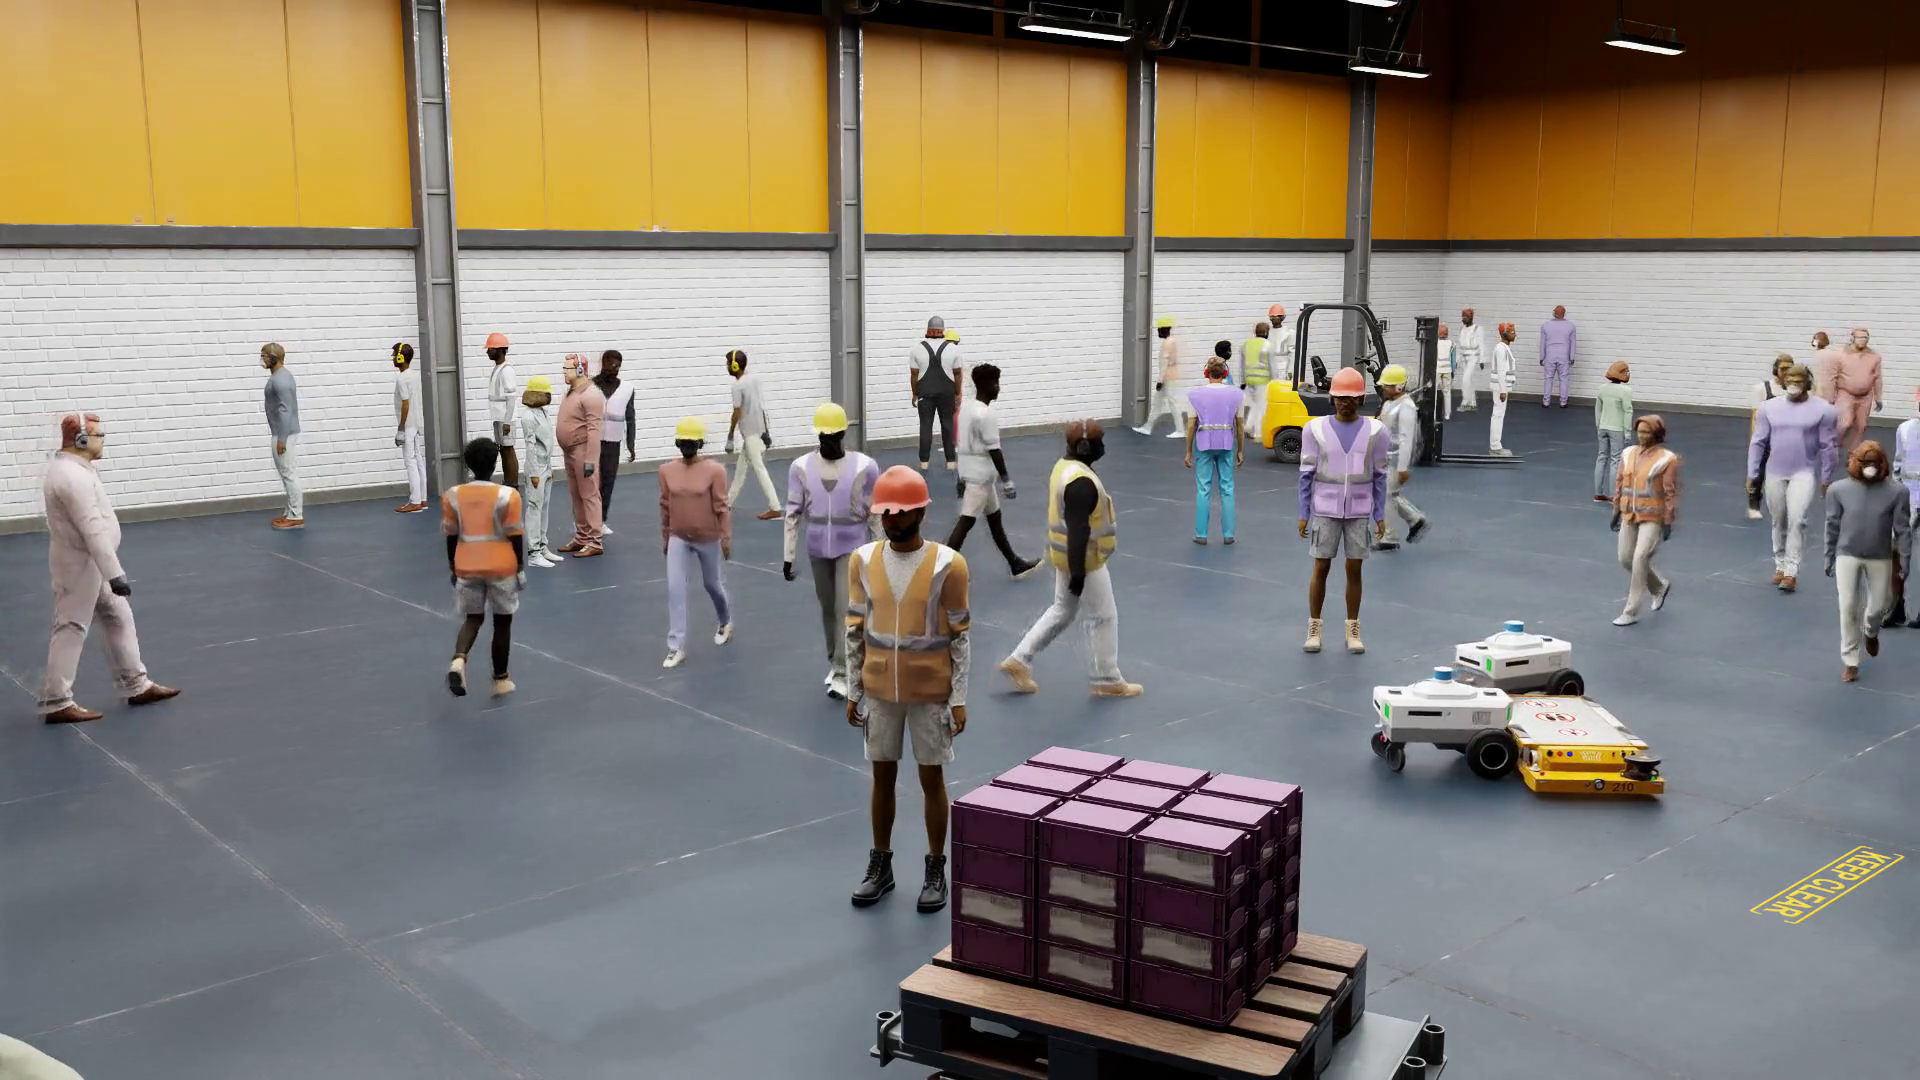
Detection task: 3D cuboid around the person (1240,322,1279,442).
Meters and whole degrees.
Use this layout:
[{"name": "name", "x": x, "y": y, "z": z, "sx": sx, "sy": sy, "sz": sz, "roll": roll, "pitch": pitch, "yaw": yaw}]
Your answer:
[{"name": "person", "x": 4.545, "y": -2.383, "z": 25.165, "sx": 0.446, "sy": 1.824, "sz": 0.650, "roll": -8, "pitch": 12, "yaw": -38}]

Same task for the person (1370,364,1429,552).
[{"name": "person", "x": 4.161, "y": -0.765, "z": 15.750, "sx": 0.546, "sy": 1.809, "sz": 0.606, "roll": 0, "pitch": 10, "yaw": 2}]

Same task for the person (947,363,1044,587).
[{"name": "person", "x": 0.231, "y": -0.549, "z": 14.182, "sx": 1.047, "sy": 1.907, "sz": 0.612, "roll": -3, "pitch": 10, "yaw": -16}]

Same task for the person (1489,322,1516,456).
[{"name": "person", "x": 7.664, "y": -2.124, "z": 23.484, "sx": 0.355, "sy": 1.883, "sz": 0.573, "roll": 3, "pitch": 10, "yaw": 17}]

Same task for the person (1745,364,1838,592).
[{"name": "person", "x": 6.965, "y": -0.519, "z": 14.030, "sx": 0.642, "sy": 1.904, "sz": 0.902, "roll": 8, "pitch": 13, "yaw": 41}]

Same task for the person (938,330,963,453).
[{"name": "person", "x": -0.123, "y": -2.119, "z": 23.784, "sx": 0.297, "sy": 1.772, "sz": 0.533, "roll": -4, "pitch": 11, "yaw": -23}]

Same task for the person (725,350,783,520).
[{"name": "person", "x": -2.320, "y": -1.121, "z": 17.817, "sx": 0.963, "sy": 1.808, "sz": 0.519, "roll": 3, "pitch": 10, "yaw": 15}]

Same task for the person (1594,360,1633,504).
[{"name": "person", "x": 7.454, "y": -1.228, "z": 18.965, "sx": 0.285, "sy": 1.633, "sz": 0.501, "roll": -4, "pitch": 11, "yaw": -23}]

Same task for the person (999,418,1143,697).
[{"name": "person", "x": 0.704, "y": 0.119, "z": 10.568, "sx": 0.875, "sy": 1.811, "sz": 0.630, "roll": -1, "pitch": 10, "yaw": -6}]

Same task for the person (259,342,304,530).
[{"name": "person", "x": -7.003, "y": -1.078, "z": 17.194, "sx": 0.352, "sy": 1.937, "sz": 0.635, "roll": -4, "pitch": 10, "yaw": -21}]

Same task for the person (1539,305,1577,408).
[{"name": "person", "x": 11.082, "y": -3.397, "z": 30.852, "sx": 0.647, "sy": 1.913, "sz": 0.409, "roll": 4, "pitch": 10, "yaw": 20}]

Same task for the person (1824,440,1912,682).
[{"name": "person", "x": 6.081, "y": 0.114, "z": 11.172, "sx": 0.538, "sy": 1.607, "sz": 0.670, "roll": 5, "pitch": 11, "yaw": 28}]

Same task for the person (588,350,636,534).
[{"name": "person", "x": -3.588, "y": -0.979, "z": 16.785, "sx": 0.643, "sy": 1.884, "sz": 0.447, "roll": -4, "pitch": 11, "yaw": -23}]

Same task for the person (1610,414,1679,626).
[{"name": "person", "x": 5.278, "y": -0.166, "z": 12.762, "sx": 0.655, "sy": 1.616, "sz": 0.527, "roll": -5, "pitch": 11, "yaw": -27}]

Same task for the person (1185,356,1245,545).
[{"name": "person", "x": 2.484, "y": -0.864, "z": 16.214, "sx": 0.567, "sy": 1.844, "sz": 0.375, "roll": 0, "pitch": 10, "yaw": 0}]

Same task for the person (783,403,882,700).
[{"name": "person", "x": -0.829, "y": 0.072, "z": 10.626, "sx": 0.612, "sy": 1.881, "sz": 0.958, "roll": 2, "pitch": 10, "yaw": 11}]

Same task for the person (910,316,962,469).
[{"name": "person", "x": -0.317, "y": -1.961, "z": 22.067, "sx": 0.688, "sy": 2.000, "sz": 0.536, "roll": 0, "pitch": 10, "yaw": 1}]

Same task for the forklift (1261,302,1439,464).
[{"name": "forklift", "x": 5.320, "y": -2.157, "z": 22.763, "sx": 2.313, "sy": 2.155, "sz": 1.214, "roll": 3, "pitch": 10, "yaw": 16}]

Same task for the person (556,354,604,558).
[{"name": "person", "x": -3.582, "y": -0.794, "z": 15.628, "sx": 0.409, "sy": 1.909, "sz": 0.640, "roll": -6, "pitch": 12, "yaw": -33}]

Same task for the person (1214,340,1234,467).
[{"name": "person", "x": 3.509, "y": -1.827, "z": 22.286, "sx": 0.318, "sy": 1.699, "sz": 0.535, "roll": 0, "pitch": 10, "yaw": -3}]

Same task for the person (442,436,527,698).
[{"name": "person", "x": -3.003, "y": 0.199, "z": 10.450, "sx": 0.533, "sy": 1.686, "sz": 0.507, "roll": 2, "pitch": 10, "yaw": 9}]

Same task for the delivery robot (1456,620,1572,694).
[{"name": "delivery robot", "x": 3.428, "y": 0.743, "z": 10.304, "sx": 0.707, "sy": 0.478, "sz": 0.477, "roll": -4, "pitch": 11, "yaw": -24}]

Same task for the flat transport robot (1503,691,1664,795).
[{"name": "flat transport robot", "x": 3.354, "y": 1.105, "z": 9.289, "sx": 0.652, "sy": 0.197, "sz": 1.431, "roll": 1, "pitch": 10, "yaw": 4}]

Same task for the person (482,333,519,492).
[{"name": "person", "x": -5.288, "y": -1.417, "z": 19.181, "sx": 0.359, "sy": 1.939, "sz": 0.542, "roll": -6, "pitch": 11, "yaw": -30}]

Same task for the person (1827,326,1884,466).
[{"name": "person", "x": 11.877, "y": -1.882, "z": 22.054, "sx": 0.655, "sy": 1.892, "sz": 0.431, "roll": 1, "pitch": 10, "yaw": 5}]

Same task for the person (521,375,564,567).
[{"name": "person", "x": -3.819, "y": -0.632, "z": 15.155, "sx": 0.296, "sy": 1.744, "sz": 0.486, "roll": 0, "pitch": 10, "yaw": 3}]

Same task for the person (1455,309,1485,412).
[{"name": "person", "x": 9.121, "y": -3.240, "z": 30.067, "sx": 0.729, "sy": 1.861, "sz": 0.597, "roll": -4, "pitch": 11, "yaw": -23}]

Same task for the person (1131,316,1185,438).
[{"name": "person", "x": 3.103, "y": -2.516, "z": 25.772, "sx": 0.871, "sy": 1.887, "sz": 0.607, "roll": 1, "pitch": 10, "yaw": 6}]

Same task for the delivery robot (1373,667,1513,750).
[{"name": "delivery robot", "x": 2.646, "y": 0.941, "z": 9.148, "sx": 0.707, "sy": 0.478, "sz": 0.477, "roll": 1, "pitch": 10, "yaw": 4}]

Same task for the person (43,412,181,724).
[{"name": "person", "x": -5.195, "y": 0.166, "z": 10.112, "sx": 0.875, "sy": 1.873, "sz": 0.648, "roll": -5, "pitch": 11, "yaw": -27}]

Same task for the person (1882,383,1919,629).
[{"name": "person", "x": 7.193, "y": -0.262, "z": 12.469, "sx": 0.645, "sy": 1.916, "sz": 0.567, "roll": -7, "pitch": 12, "yaw": -35}]

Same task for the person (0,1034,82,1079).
[{"name": "person", "x": -1.578, "y": 1.395, "z": 2.554, "sx": 0.622, "sy": 1.992, "sz": 0.395, "roll": 2, "pitch": 10, "yaw": 11}]

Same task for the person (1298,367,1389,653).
[{"name": "person", "x": 2.707, "y": -0.201, "z": 11.762, "sx": 0.615, "sy": 2.038, "sz": 0.395, "roll": 1, "pitch": 10, "yaw": 7}]

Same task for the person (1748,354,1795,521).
[{"name": "person", "x": 8.548, "y": -1.042, "z": 17.437, "sx": 0.513, "sy": 1.797, "sz": 0.982, "roll": 2, "pitch": 10, "yaw": 10}]

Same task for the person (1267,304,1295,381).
[{"name": "person", "x": 5.083, "y": -2.773, "z": 26.809, "sx": 0.605, "sy": 2.045, "sz": 0.385, "roll": 7, "pitch": 12, "yaw": 35}]

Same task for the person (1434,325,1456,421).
[{"name": "person", "x": 8.243, "y": -2.863, "z": 28.521, "sx": 0.522, "sy": 1.638, "sz": 0.310, "roll": -1, "pitch": 10, "yaw": -5}]

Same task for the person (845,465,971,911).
[{"name": "person", "x": -0.236, "y": 0.642, "z": 7.136, "sx": 0.556, "sy": 1.935, "sz": 0.374, "roll": 3, "pitch": 10, "yaw": 16}]

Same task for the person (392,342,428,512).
[{"name": "person", "x": -6.086, "y": -1.234, "z": 18.307, "sx": 0.328, "sy": 1.873, "sz": 0.517, "roll": 0, "pitch": 10, "yaw": 1}]

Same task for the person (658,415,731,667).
[{"name": "person", "x": -1.852, "y": -0.031, "z": 11.710, "sx": 0.530, "sy": 1.734, "sz": 0.890, "roll": 2, "pitch": 10, "yaw": 9}]

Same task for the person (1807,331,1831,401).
[{"name": "person", "x": 13.609, "y": -2.495, "z": 26.404, "sx": 0.446, "sy": 1.621, "sz": 0.522, "roll": -1, "pitch": 10, "yaw": -6}]
